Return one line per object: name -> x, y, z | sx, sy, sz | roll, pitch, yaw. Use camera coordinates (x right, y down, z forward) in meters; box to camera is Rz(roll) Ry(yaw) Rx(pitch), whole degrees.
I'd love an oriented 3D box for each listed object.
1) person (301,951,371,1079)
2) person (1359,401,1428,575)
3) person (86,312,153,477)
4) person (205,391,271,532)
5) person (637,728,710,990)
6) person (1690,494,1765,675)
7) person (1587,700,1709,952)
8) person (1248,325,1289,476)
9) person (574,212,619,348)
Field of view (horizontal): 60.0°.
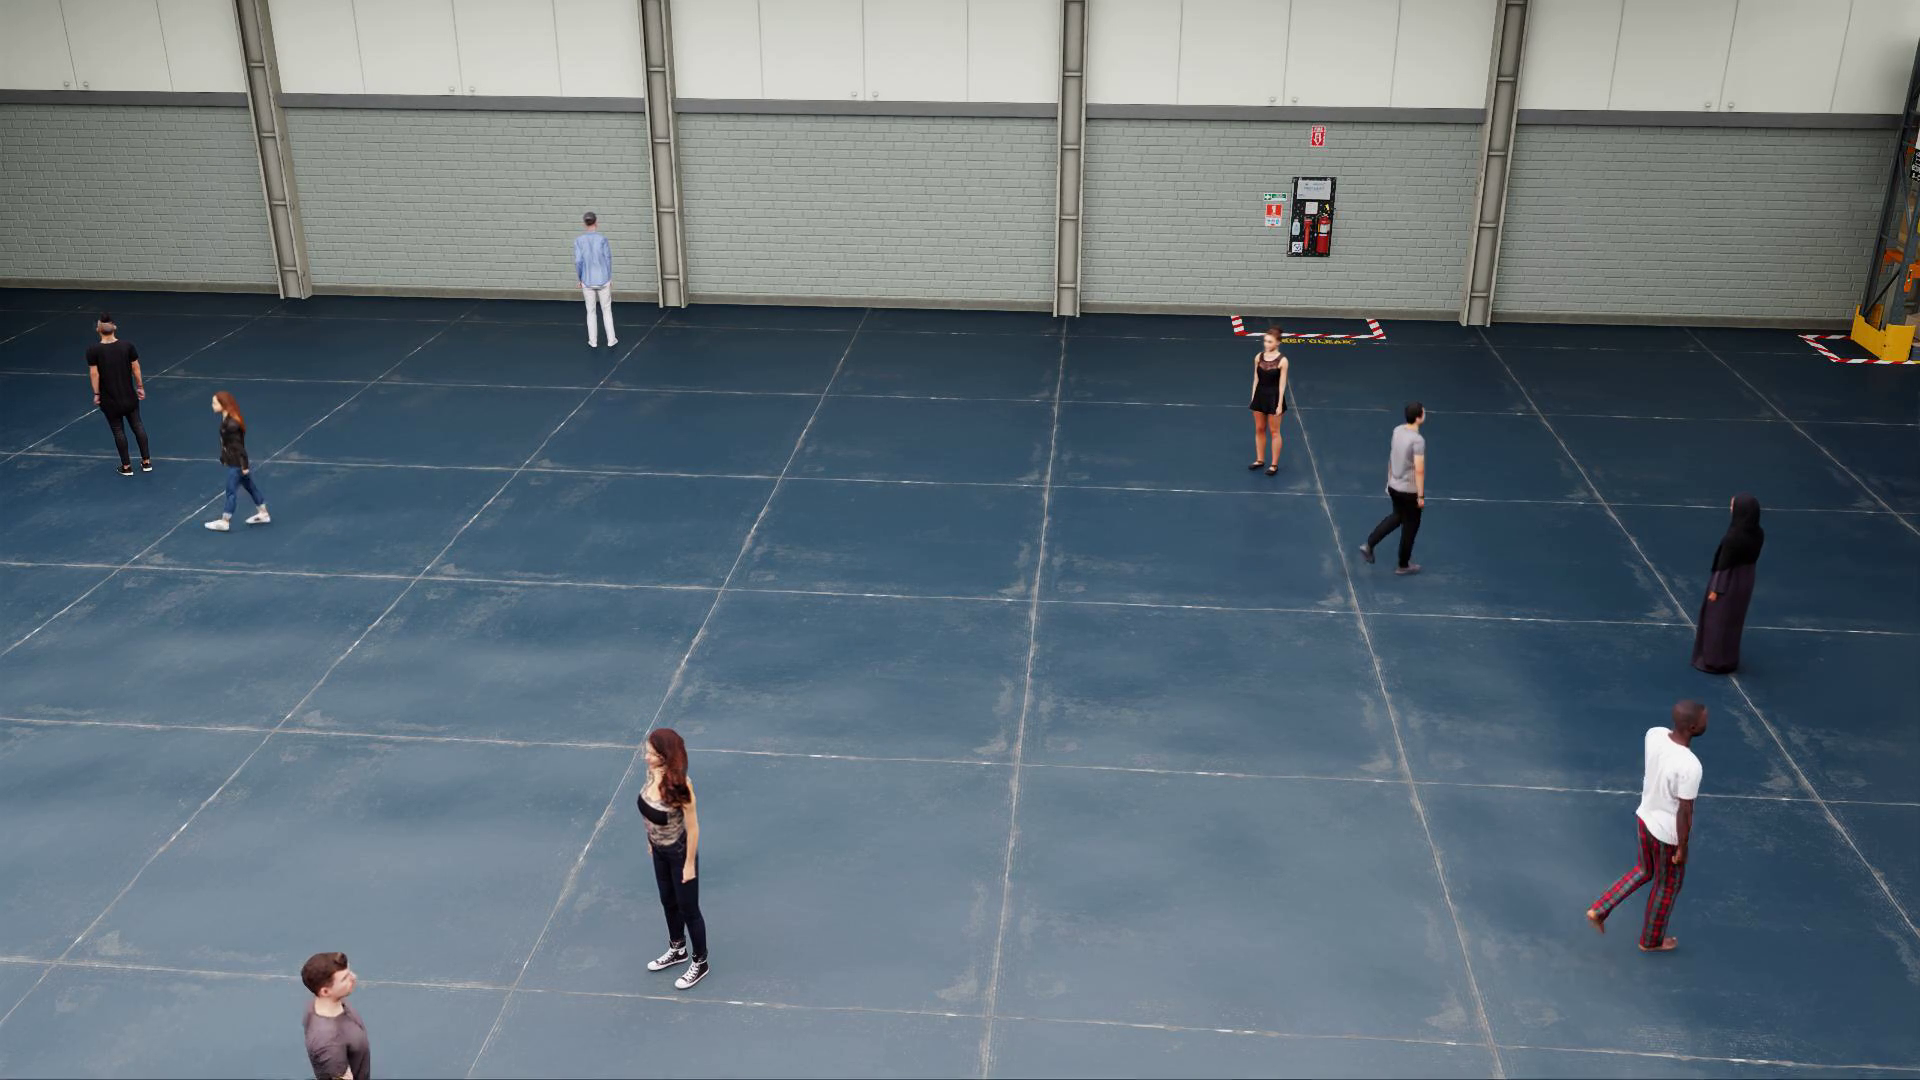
person -> -3.061, 2.790, 8.078 | 0.847, 1.842, 0.817 | -10, 25, -21
person -> 4.190, -0.476, 15.893 | 0.946, 1.737, 0.806 | -7, 24, -16
person -> -9.347, -1.643, 18.473 | 0.775, 1.865, 0.822 | -20, 30, -39
person -> -7.345, -0.824, 17.069 | 0.970, 1.457, 0.856 | -12, 26, -27
person -> -1.748, 1.928, 10.198 | 0.752, 1.769, 0.681 | -20, 30, -39
person -> 6.544, 0.363, 14.082 | 0.699, 1.610, 0.776 | -13, 26, -28
person -> 4.324, 1.808, 10.418 | 0.945, 1.819, 0.805 | -4, 23, -10
person -> 3.451, -1.570, 18.538 | 0.671, 1.680, 0.745 | 20, 30, 39
person -> -5.054, -3.608, 23.068 | 0.595, 1.884, 0.763 | -3, 23, -8
